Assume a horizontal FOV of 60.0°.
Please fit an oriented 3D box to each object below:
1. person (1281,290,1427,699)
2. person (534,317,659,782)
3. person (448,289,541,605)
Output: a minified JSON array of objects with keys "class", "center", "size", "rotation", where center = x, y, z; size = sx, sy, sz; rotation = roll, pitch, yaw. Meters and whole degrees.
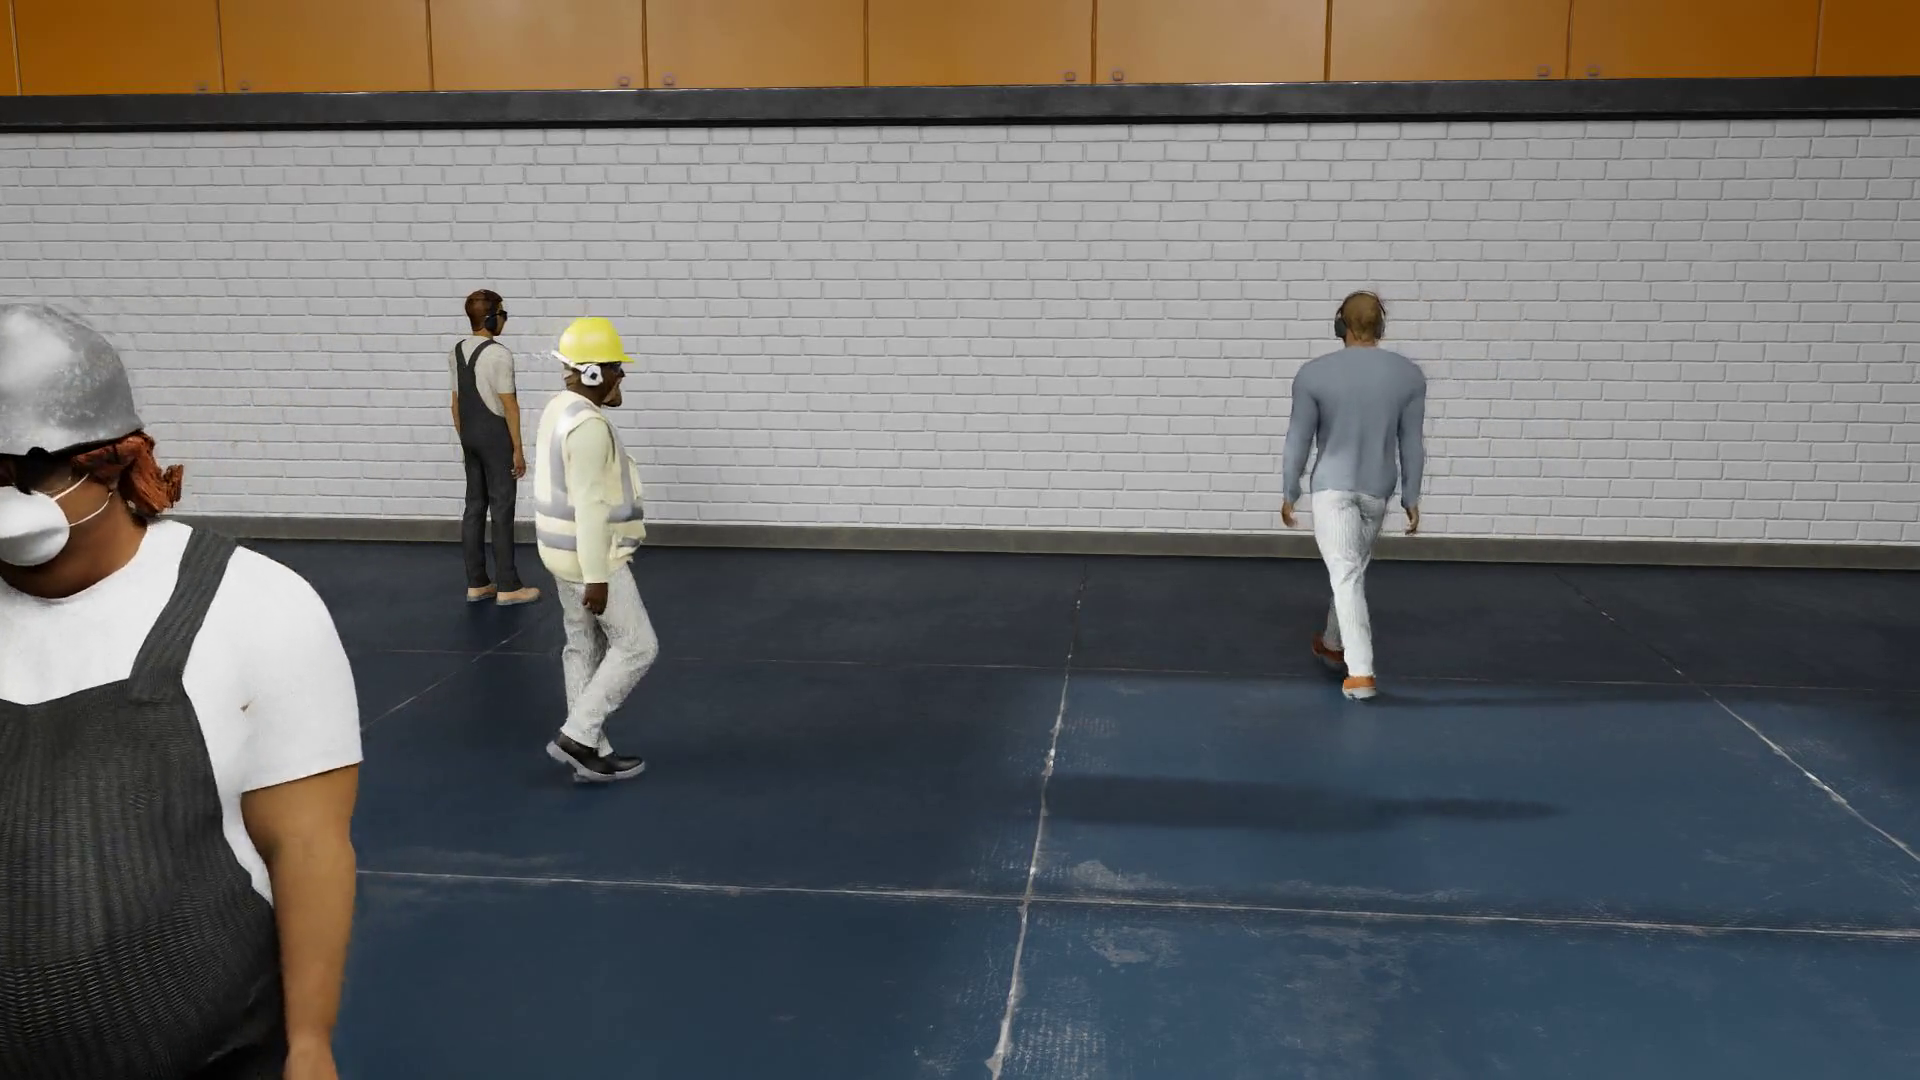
[{"class":"person","center":[1.858,-0.233,7.906],"size":[0.644,1.891,1.005],"rotation":[-1,10,-7]},{"class":"person","center":[-1.405,0.059,6.402],"size":[0.427,1.817,0.621],"rotation":[-5,11,-25]},{"class":"person","center":[-2.748,-0.537,9.747],"size":[0.507,1.846,0.345],"rotation":[6,12,31]}]
